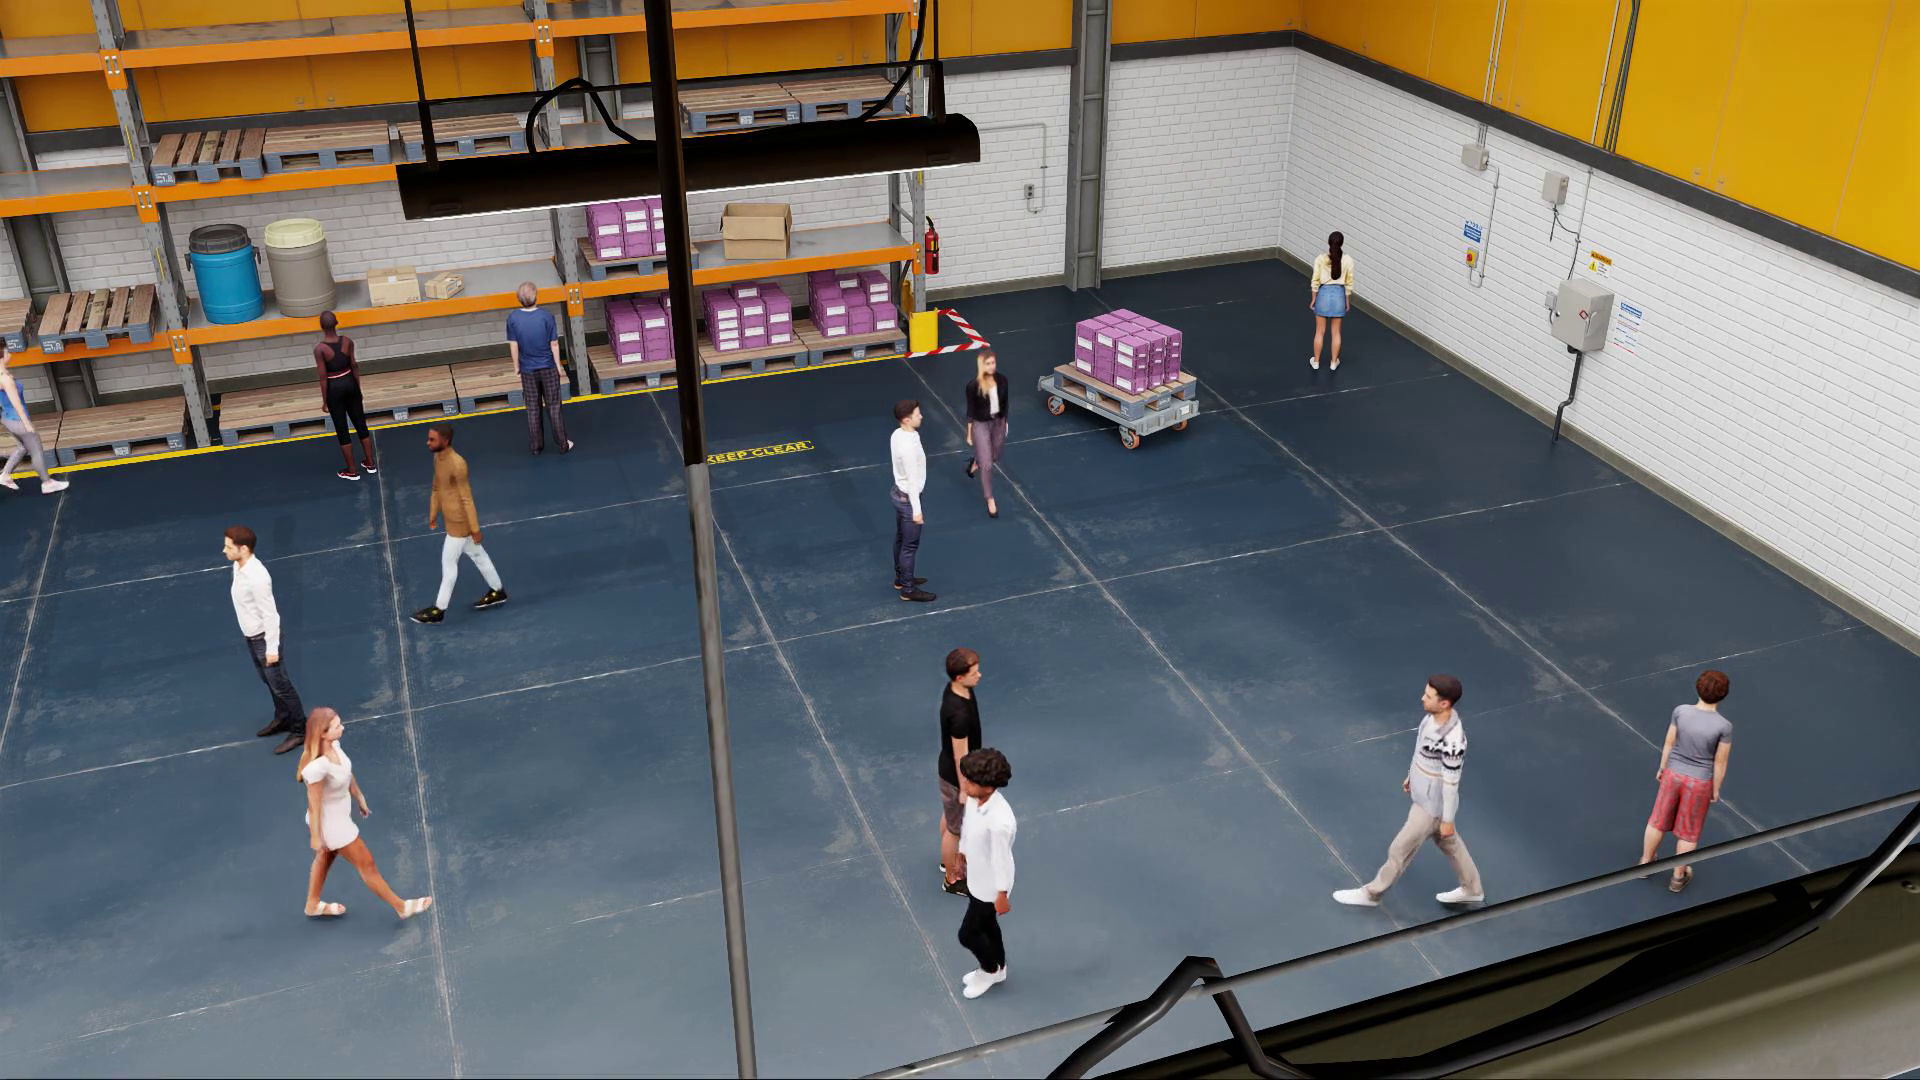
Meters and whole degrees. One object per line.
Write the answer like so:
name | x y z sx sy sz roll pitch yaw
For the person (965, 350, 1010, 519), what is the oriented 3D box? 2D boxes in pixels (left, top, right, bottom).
person | 0.229 -1.065 15.991 0.959 1.648 0.742 -14 32 -24

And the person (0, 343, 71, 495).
person | -9.221 -1.143 16.184 0.781 1.598 0.938 26 38 38

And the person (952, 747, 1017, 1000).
person | 0.237 2.028 10.163 0.591 1.798 0.638 -10 30 -17

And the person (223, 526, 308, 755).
person | -5.223 0.725 12.475 0.669 1.871 0.733 -23 36 -35

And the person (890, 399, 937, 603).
person | -0.462 -0.365 14.476 0.614 1.869 0.642 -6 29 -11

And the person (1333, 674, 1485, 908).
person | 3.157 1.690 10.778 1.331 1.802 1.105 4 29 8

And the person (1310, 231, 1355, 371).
person | 4.255 -2.752 19.099 0.659 1.631 0.783 4 29 7

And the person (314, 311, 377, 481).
person | -6.158 -1.454 16.588 0.727 1.758 0.620 23 36 35

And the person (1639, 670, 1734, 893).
person | 4.857 1.606 11.094 0.643 1.647 0.654 25 37 38

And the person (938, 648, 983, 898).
person | -0.009 1.507 11.052 0.684 1.860 0.751 -1 29 -2

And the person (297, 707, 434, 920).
person | -4.125 1.811 10.716 1.160 1.648 0.784 -2 29 -3

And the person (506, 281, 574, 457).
person | -4.311 -1.754 17.020 0.576 1.871 0.770 -3 29 -5

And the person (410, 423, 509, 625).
person | -4.196 -0.178 14.229 1.191 1.777 0.875 -20 34 -32
